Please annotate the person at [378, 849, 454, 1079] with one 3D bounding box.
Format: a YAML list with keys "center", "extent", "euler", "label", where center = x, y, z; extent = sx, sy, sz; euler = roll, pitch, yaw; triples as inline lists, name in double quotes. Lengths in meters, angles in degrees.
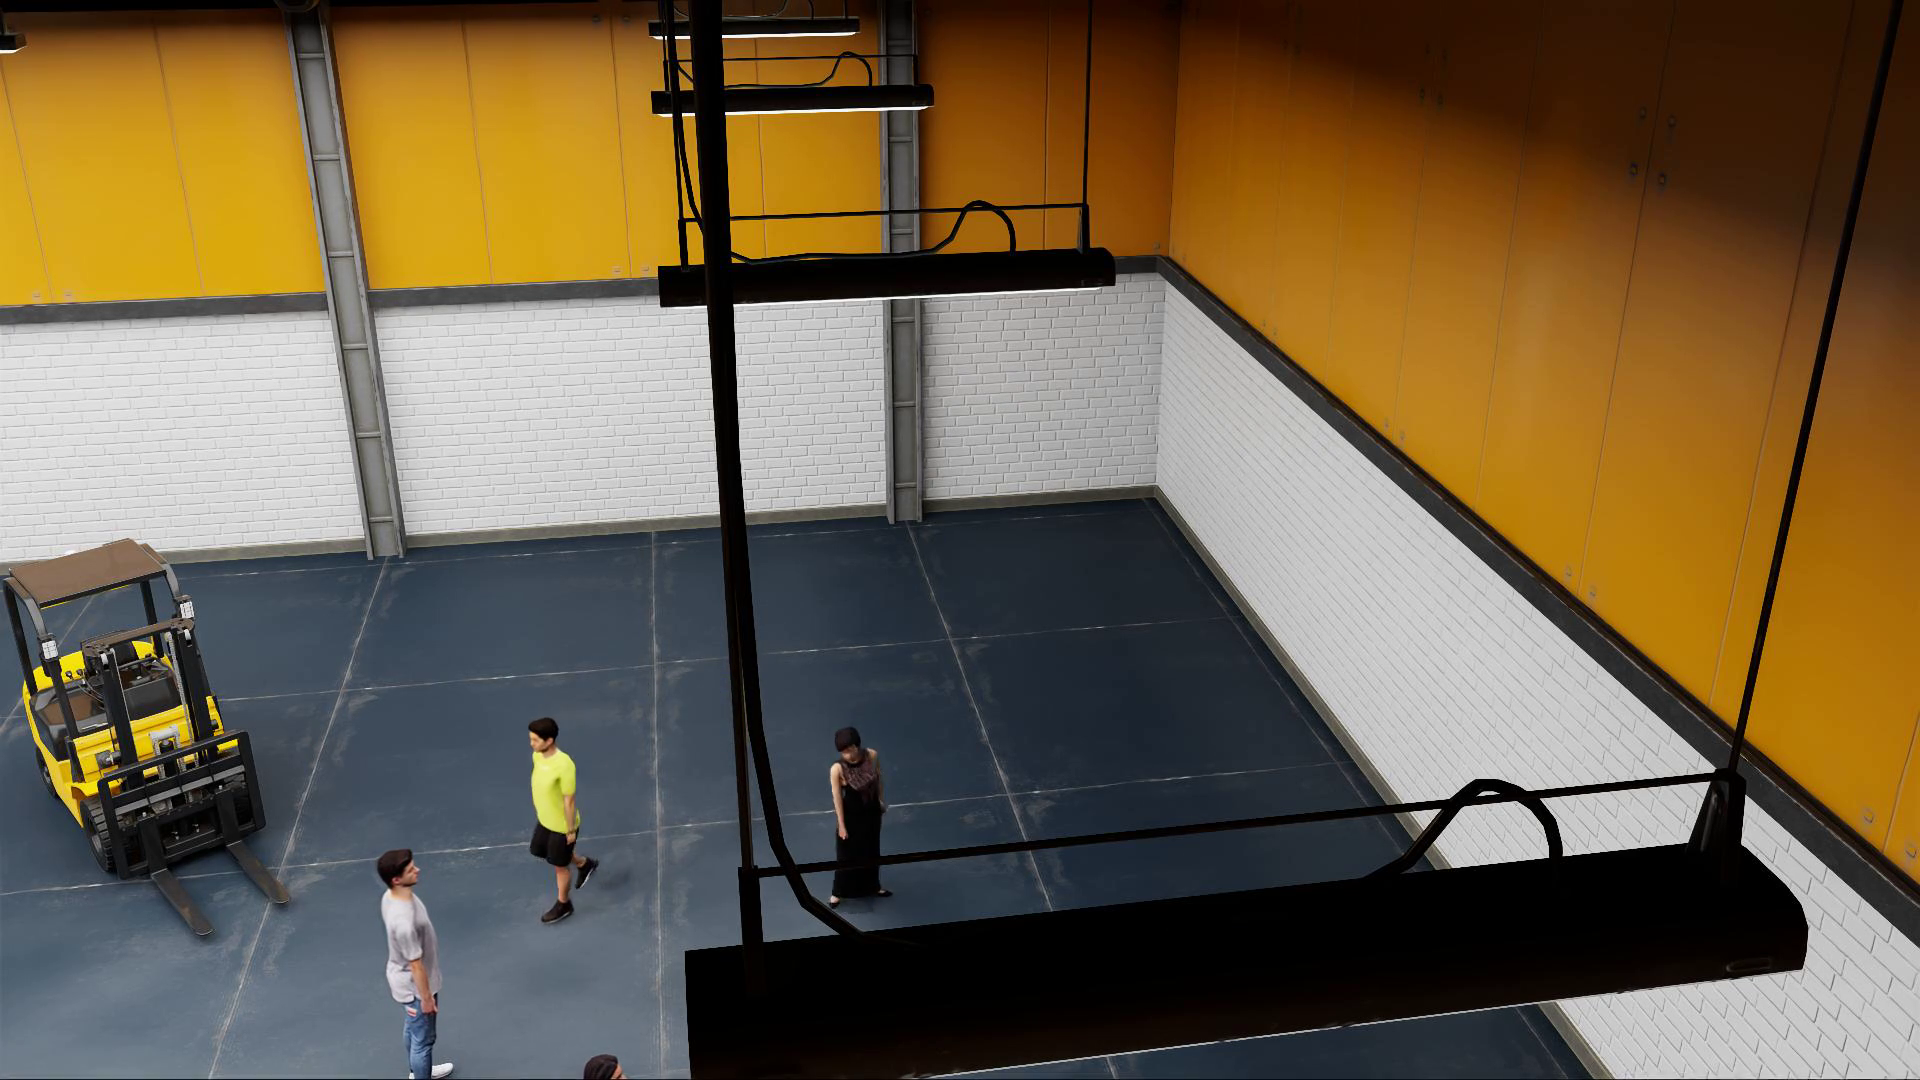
- center: [-3.513, 2.800, 10.705]
  extent: [0.654, 1.887, 0.731]
  euler: [-11, 26, -23]
  label: "person"

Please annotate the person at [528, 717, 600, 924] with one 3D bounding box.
- center: [-2.991, 2.069, 12.616]
  extent: [0.876, 1.695, 0.965]
  euler: [21, 31, 39]
  label: "person"

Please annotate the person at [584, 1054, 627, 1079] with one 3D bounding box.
- center: [-1.877, 3.551, 9.081]
  extent: [0.539, 1.811, 0.628]
  euler: [-2, 24, -5]
  label: "person"

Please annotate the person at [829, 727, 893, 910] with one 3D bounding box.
- center: [-0.742, 2.079, 12.731]
  extent: [0.811, 1.585, 0.671]
  euler: [16, 28, 32]
  label: "person"
